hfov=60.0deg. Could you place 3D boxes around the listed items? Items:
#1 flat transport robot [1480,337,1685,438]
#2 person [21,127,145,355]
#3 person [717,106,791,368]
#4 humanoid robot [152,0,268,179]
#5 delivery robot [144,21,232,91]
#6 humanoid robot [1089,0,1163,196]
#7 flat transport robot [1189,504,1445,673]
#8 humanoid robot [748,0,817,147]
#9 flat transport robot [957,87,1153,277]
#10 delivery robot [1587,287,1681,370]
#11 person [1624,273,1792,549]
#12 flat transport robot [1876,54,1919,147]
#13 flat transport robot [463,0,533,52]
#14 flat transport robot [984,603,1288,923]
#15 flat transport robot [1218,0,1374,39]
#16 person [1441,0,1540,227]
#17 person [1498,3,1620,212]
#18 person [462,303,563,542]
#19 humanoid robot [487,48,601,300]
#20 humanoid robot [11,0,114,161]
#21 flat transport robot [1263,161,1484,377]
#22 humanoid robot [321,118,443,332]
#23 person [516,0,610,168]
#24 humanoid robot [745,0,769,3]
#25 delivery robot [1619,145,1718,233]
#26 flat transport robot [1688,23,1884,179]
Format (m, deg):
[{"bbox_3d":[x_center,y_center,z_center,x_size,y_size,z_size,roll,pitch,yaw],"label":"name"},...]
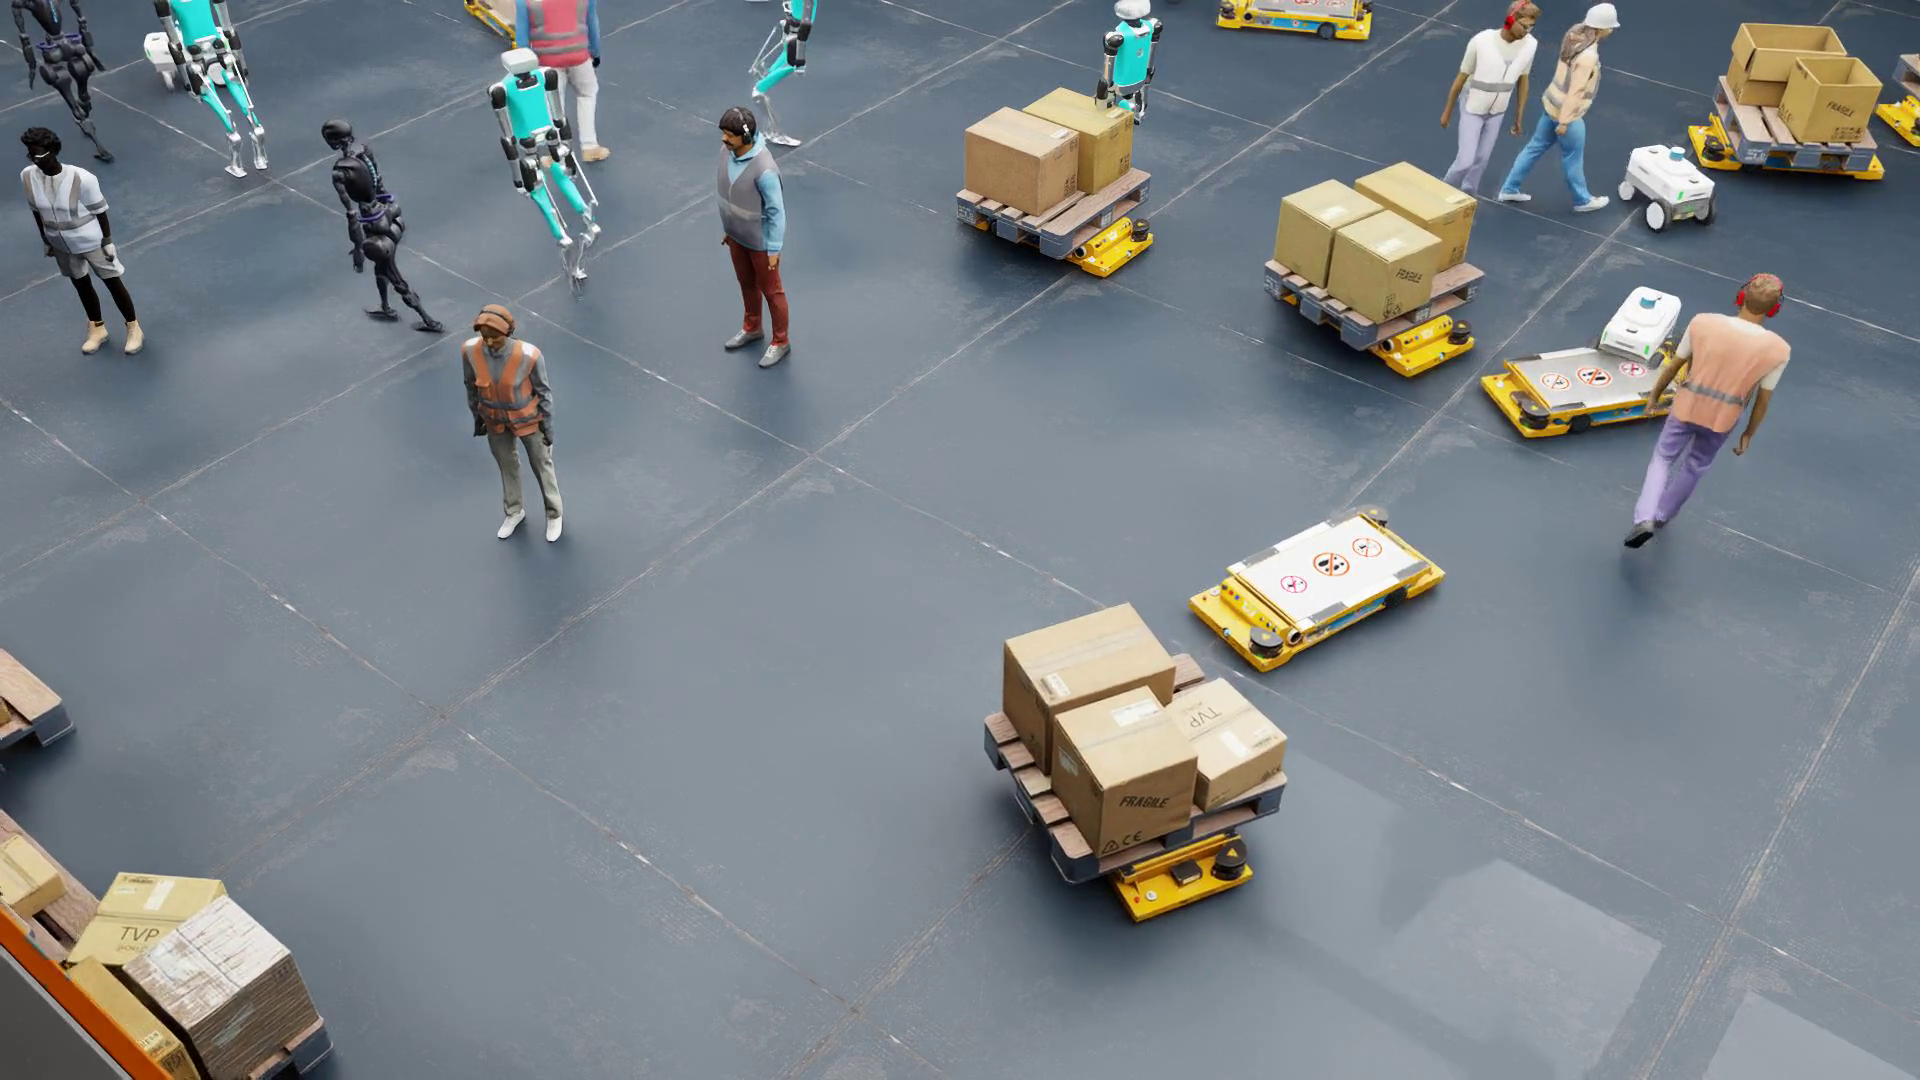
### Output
[{"bbox_3d":[4.349,-1.039,11.301,1.431,0.231,0.659,-9,41,-11],"label":"flat transport robot"},{"bbox_3d":[-6.022,-2.037,11.370,0.531,1.697,0.320,2,40,3],"label":"person"},{"bbox_3d":[-1.390,-2.059,11.257,0.539,1.878,0.411,32,50,32],"label":"person"},{"bbox_3d":[-5.834,-3.639,13.123,0.533,1.676,0.735,-26,47,-27],"label":"humanoid robot"},{"bbox_3d":[-6.914,-4.400,15.047,0.785,0.613,0.520,-9,41,-10],"label":"delivery robot"},{"bbox_3d":[1.133,-3.439,12.887,0.533,1.677,0.735,-27,47,-28],"label":"humanoid robot"},{"bbox_3d":[2.110,0.260,9.772,1.431,0.231,0.659,-23,46,-25],"label":"flat transport robot"},{"bbox_3d":[-1.500,-4.020,13.690,0.790,1.799,0.549,-10,41,-11],"label":"humanoid robot"},{"bbox_3d":[0.735,-2.484,13.000,1.431,0.231,0.659,27,47,28],"label":"flat transport robot"},{"bbox_3d":[4.709,-1.435,11.532,0.515,0.577,0.746,25,46,26],"label":"delivery robot"},{"bbox_3d":[4.333,-0.694,9.706,0.643,1.807,0.668,20,44,22],"label":"person"},{"bbox_3d":[8.787,-3.652,14.374,1.431,0.231,0.659,-4,40,-4],"label":"flat transport robot"},{"bbox_3d":[-4.188,-5.034,16.000,0.659,0.231,1.431,-25,46,-27],"label":"flat transport robot"},{"bbox_3d":[0.860,1.286,8.565,0.659,0.231,1.431,-16,43,-18],"label":"flat transport robot"},{"bbox_3d":[3.251,-5.113,16.093,1.431,0.231,0.659,9,41,10],"label":"flat transport robot"},{"bbox_3d":[4.005,-3.273,12.728,0.604,1.825,0.426,-12,42,-13],"label":"person"},{"bbox_3d":[4.770,-3.354,12.944,0.863,1.675,0.497,1,40,1],"label":"person"},{"bbox_3d":[-2.634,-0.691,9.832,0.512,1.638,0.310,6,41,7],"label":"person"},{"bbox_3d":[-2.904,-2.557,12.018,0.530,1.883,0.763,-30,49,-31],"label":"humanoid robot"},{"bbox_3d":[-7.428,-3.976,13.699,0.770,1.627,0.612,28,48,29],"label":"humanoid robot"},{"bbox_3d":[2.965,-1.680,12.054,0.659,0.231,1.431,-24,46,-26],"label":"flat transport robot"},{"bbox_3d":[-4.077,-2.172,11.571,0.704,1.629,0.594,5,41,6],"label":"humanoid robot"},{"bbox_3d":[-3.225,-3.904,13.488,0.684,1.809,0.435,-15,43,-17],"label":"person"},{"bbox_3d":[-1.666,-6.052,16.101,1.002,1.751,0.532,-16,43,-18],"label":"humanoid robot"},{"bbox_3d":[5.615,-2.801,13.166,0.499,0.612,0.815,-11,42,-13],"label":"delivery robot"},{"bbox_3d":[6.929,-3.307,13.968,1.431,0.231,0.659,6,41,6],"label":"flat transport robot"}]
